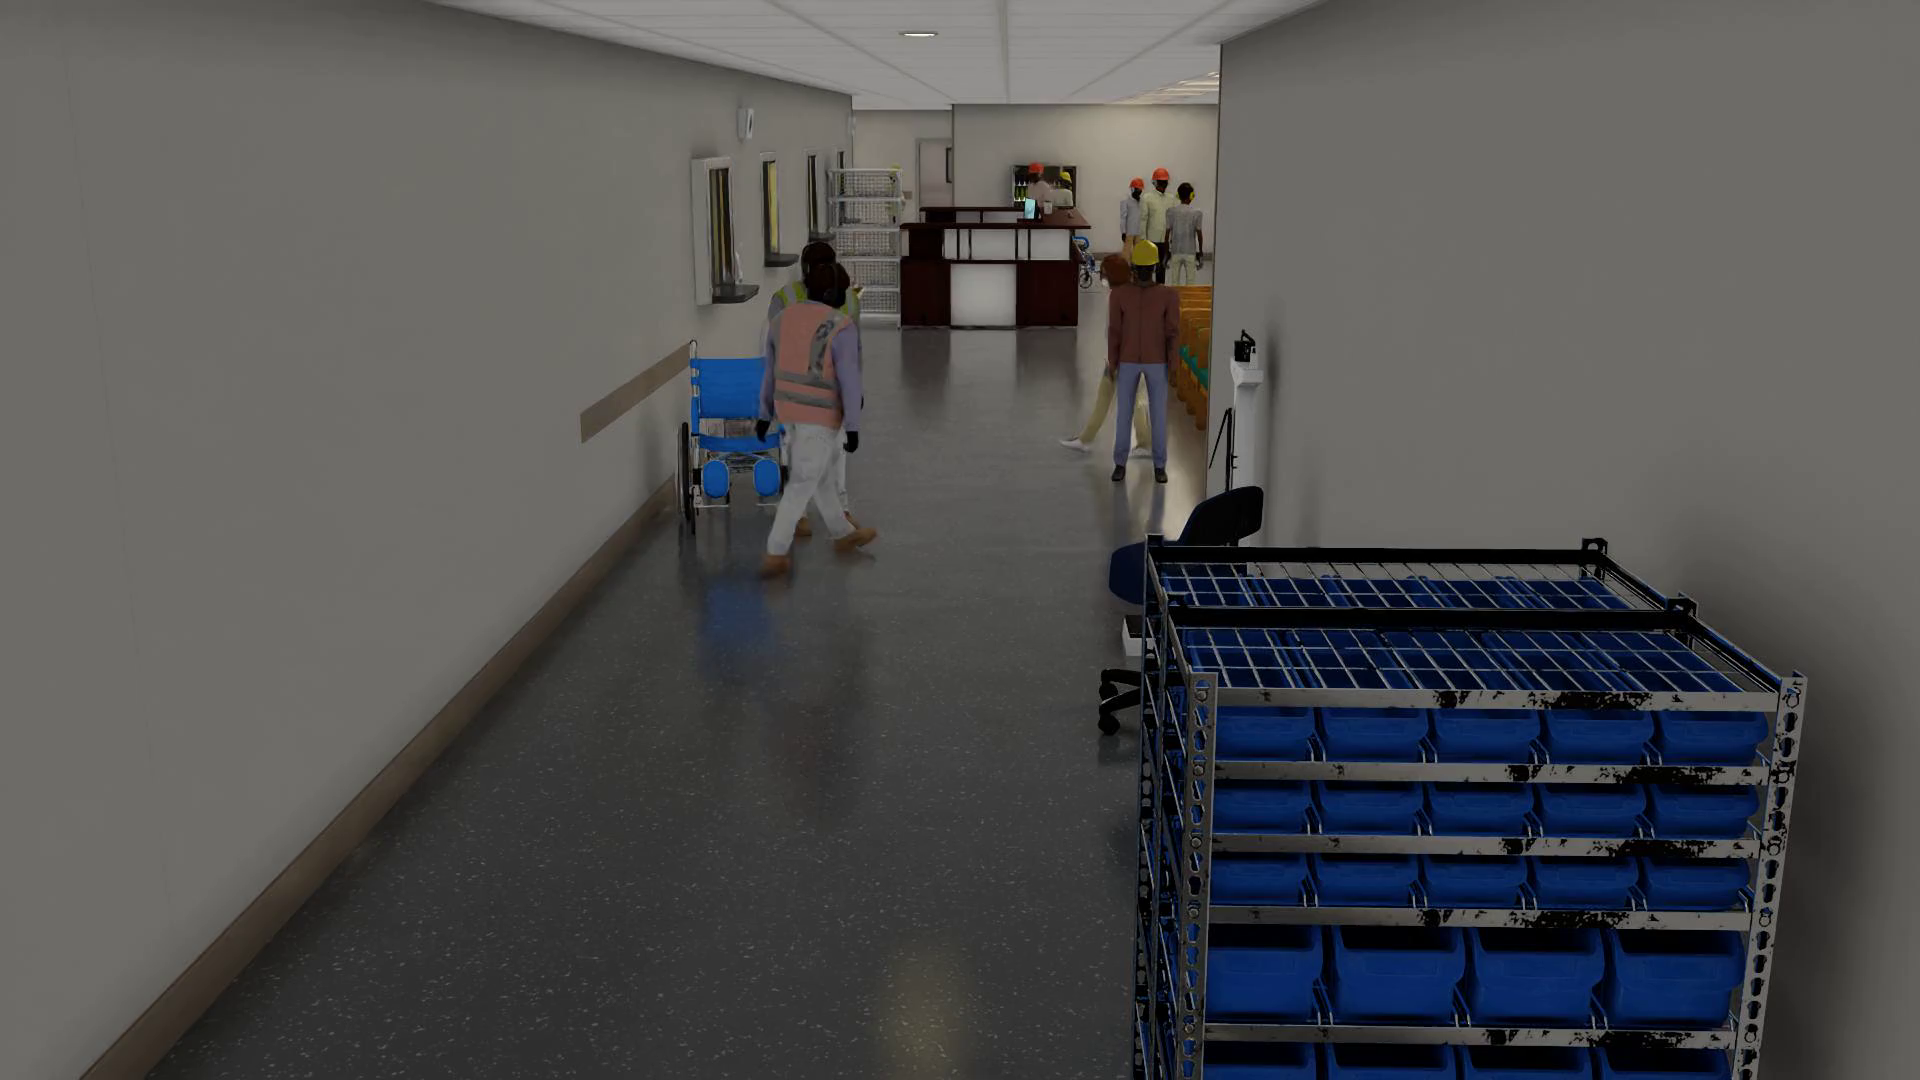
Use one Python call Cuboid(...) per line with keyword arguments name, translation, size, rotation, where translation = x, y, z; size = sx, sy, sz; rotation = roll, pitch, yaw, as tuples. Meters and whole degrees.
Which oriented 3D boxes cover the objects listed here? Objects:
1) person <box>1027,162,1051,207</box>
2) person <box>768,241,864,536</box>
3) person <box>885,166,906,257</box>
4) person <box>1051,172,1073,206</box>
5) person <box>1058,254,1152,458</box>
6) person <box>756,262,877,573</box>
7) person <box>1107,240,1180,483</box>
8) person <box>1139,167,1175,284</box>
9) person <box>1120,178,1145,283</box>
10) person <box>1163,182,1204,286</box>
Cuboid(name="person", translation=(1.298, -5.511, 28.724), size=(0.679, 1.969, 0.617), rotation=(-13, 19, -43))
Cuboid(name="person", translation=(-0.883, -0.953, 10.510), size=(0.627, 1.844, 0.429), rotation=(-8, 16, -28))
Cuboid(name="person", translation=(-1.276, -6.474, 32.933), size=(0.404, 1.833, 0.590), rotation=(0, 14, 0))
Cuboid(name="person", translation=(1.927, -5.964, 31.018), size=(0.328, 1.759, 0.524), rotation=(-13, 19, -42))
Cuboid(name="person", translation=(1.147, -1.411, 12.870), size=(0.804, 1.593, 0.547), rotation=(0, 14, 2))
Cuboid(name="person", translation=(-0.871, -0.717, 9.697), size=(0.680, 1.780, 0.971), rotation=(12, 18, 40))
Cuboid(name="person", translation=(1.320, -1.279, 12.010), size=(0.522, 1.758, 0.349), rotation=(3, 14, 11))
Cuboid(name="person", translation=(2.854, -4.345, 23.951), size=(0.610, 1.996, 0.378), rotation=(-8, 16, -29))
Cuboid(name="person", translation=(2.924, -5.173, 27.832), size=(0.564, 1.743, 0.352), rotation=(-9, 17, -33))
Cuboid(name="person", translation=(2.887, -3.673, 21.502), size=(0.532, 1.864, 0.312), rotation=(4, 14, 16))
